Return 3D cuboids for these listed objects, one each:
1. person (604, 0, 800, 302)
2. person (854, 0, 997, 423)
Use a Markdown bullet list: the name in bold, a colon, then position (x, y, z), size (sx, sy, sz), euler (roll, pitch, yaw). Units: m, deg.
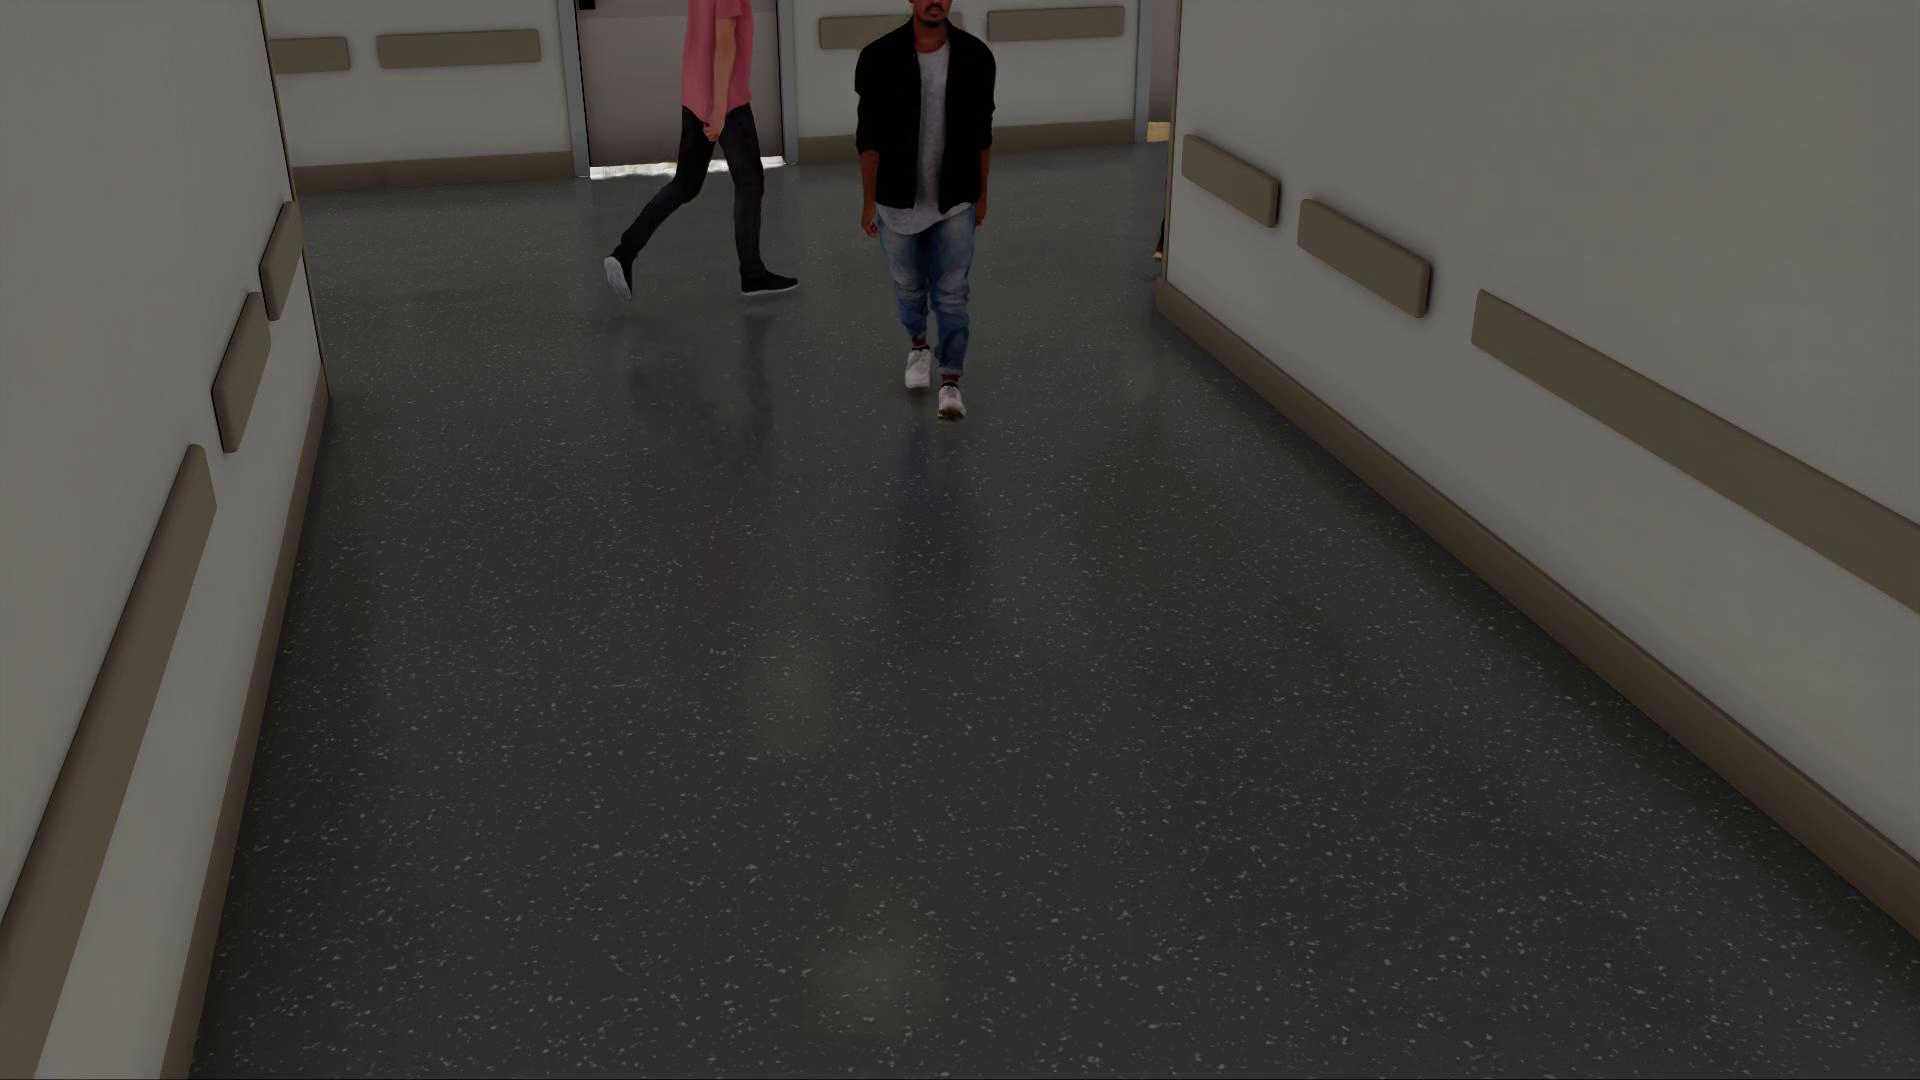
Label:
- **person**: position (-1.207, -1.988, 7.625), size (1.283, 1.922, 0.917), euler (-17, 30, -31)
- **person**: position (-0.145, -1.396, 6.574), size (1.155, 1.768, 0.956), euler (0, 26, 0)
